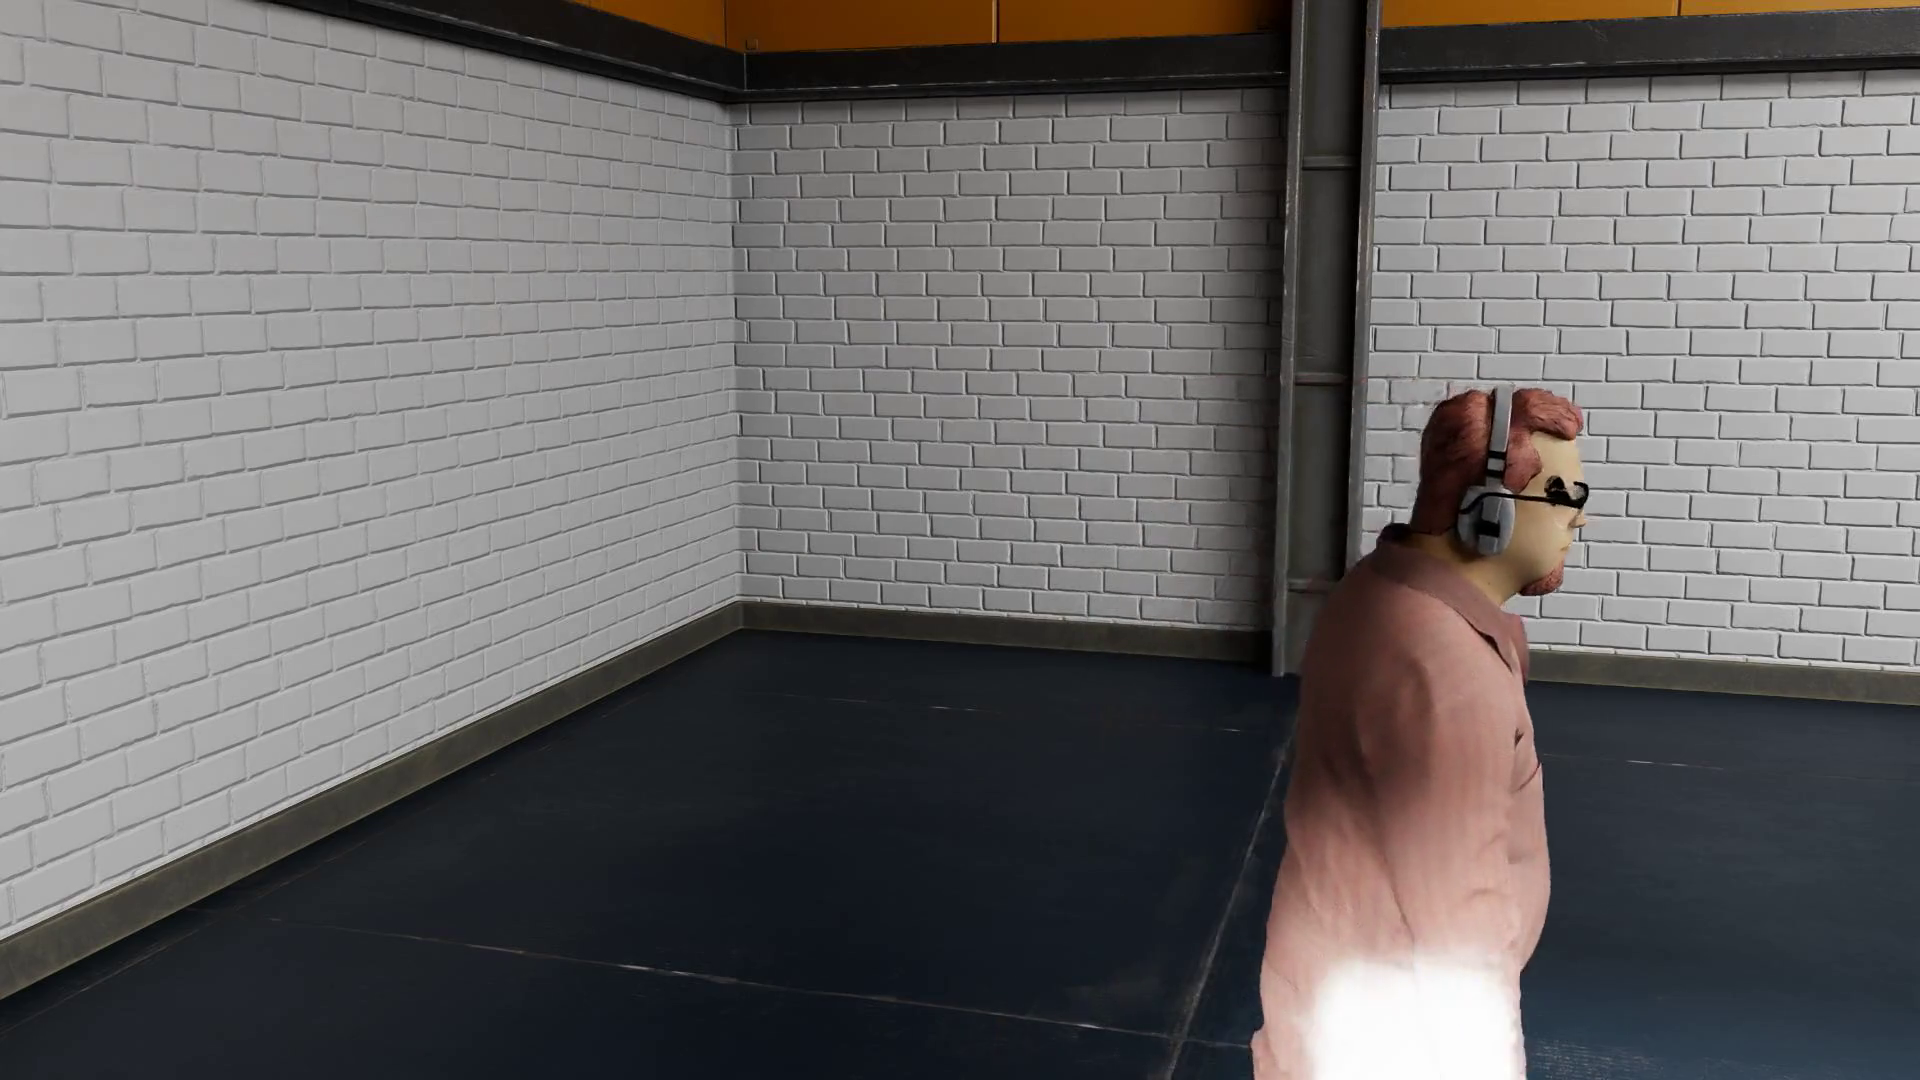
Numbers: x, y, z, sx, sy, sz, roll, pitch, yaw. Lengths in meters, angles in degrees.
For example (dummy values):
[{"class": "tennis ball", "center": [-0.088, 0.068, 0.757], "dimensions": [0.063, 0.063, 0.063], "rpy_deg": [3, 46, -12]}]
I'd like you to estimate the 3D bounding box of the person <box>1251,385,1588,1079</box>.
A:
[{"class": "person", "center": [0.739, 0.702, 2.467], "dimensions": [0.992, 1.849, 0.665], "rpy_deg": [2, 10, 11]}]
